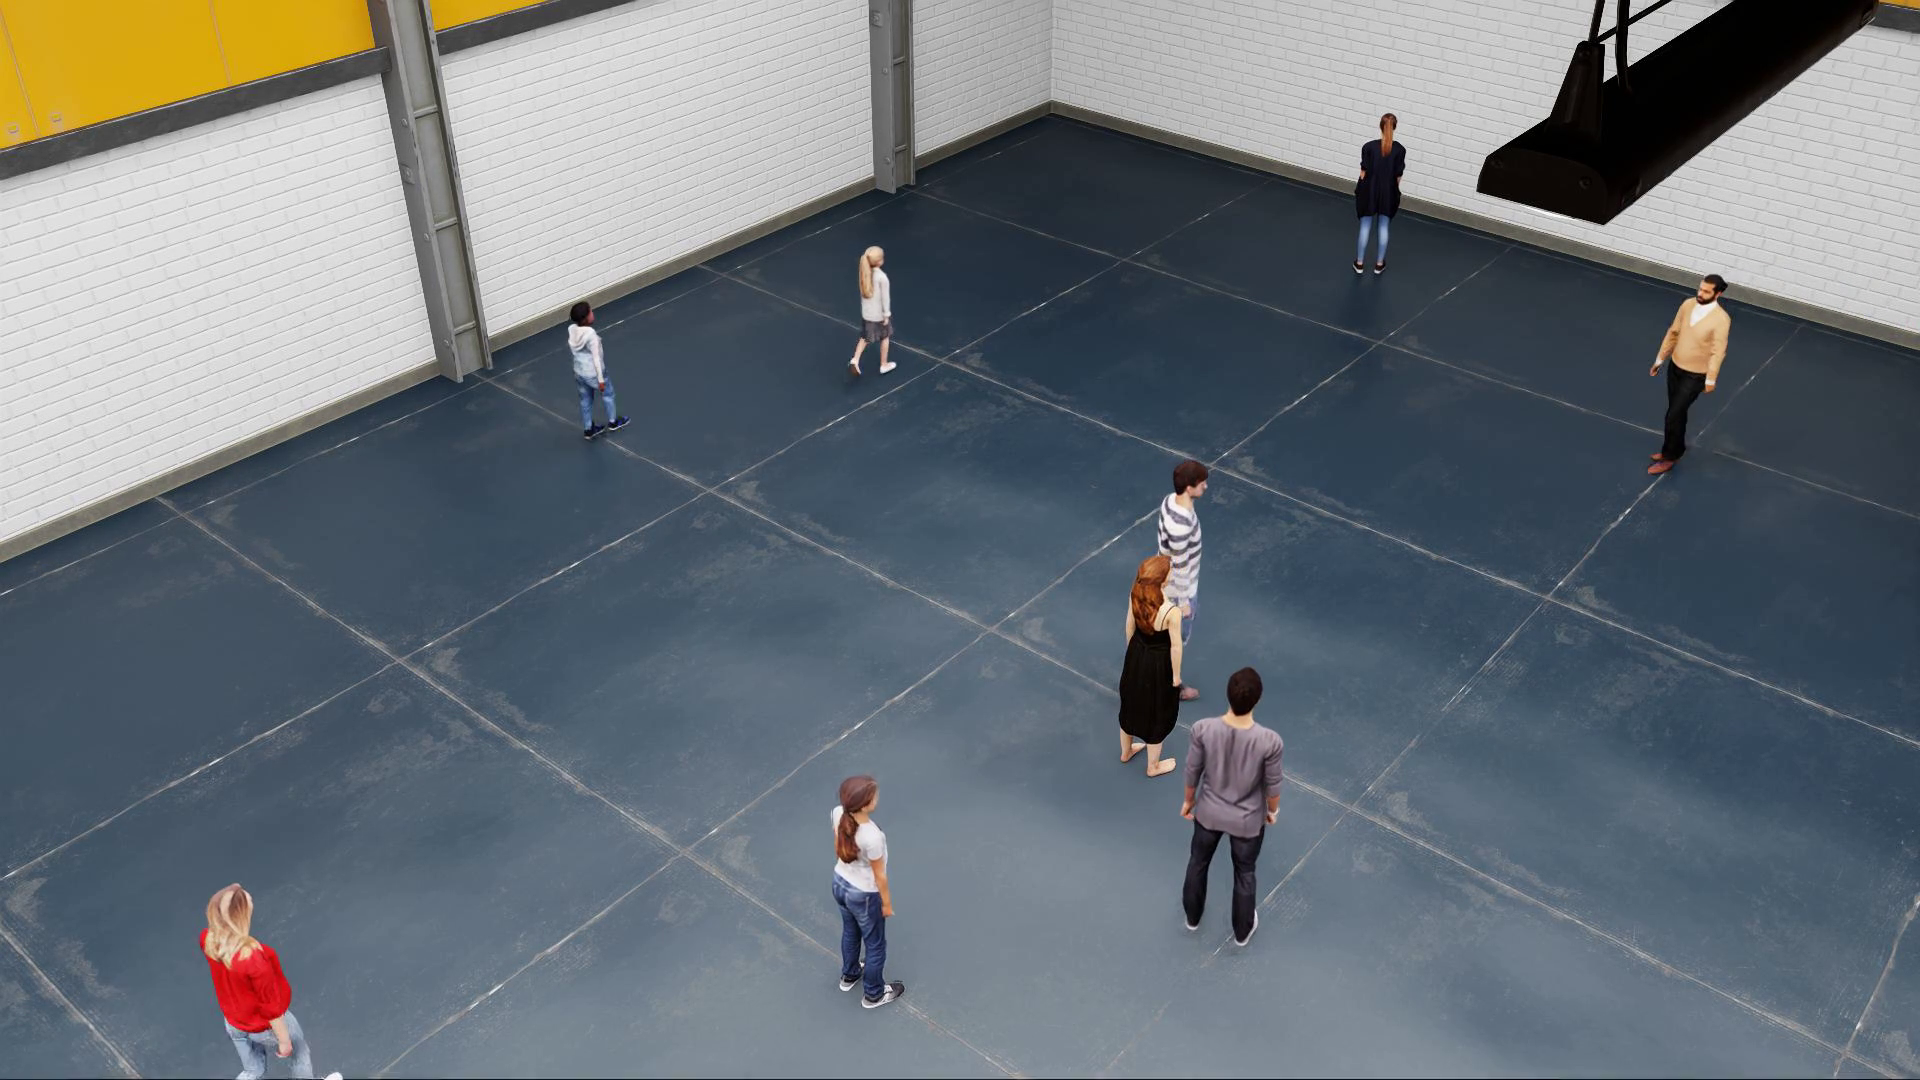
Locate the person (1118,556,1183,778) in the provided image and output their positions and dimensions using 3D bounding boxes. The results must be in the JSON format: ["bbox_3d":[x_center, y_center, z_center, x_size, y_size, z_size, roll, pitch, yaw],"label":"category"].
[{"bbox_3d":[1.197,0.783,10.510,0.583,1.624,0.584,-29,43,-36],"label":"person"}]

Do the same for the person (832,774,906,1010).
[{"bbox_3d":[-0.533,1.863,8.942,0.546,1.561,0.561,-29,43,-36],"label":"person"}]

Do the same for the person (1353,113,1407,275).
[{"bbox_3d":[4.265,-3.529,16.944,0.714,1.683,0.716,7,34,10],"label":"person"}]

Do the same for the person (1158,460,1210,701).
[{"bbox_3d":[1.417,0.289,11.055,0.868,1.844,0.798,1,34,2],"label":"person"}]

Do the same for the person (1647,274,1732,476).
[{"bbox_3d":[6.069,-1.400,13.692,0.889,1.737,0.829,-10,35,-15],"label":"person"}]

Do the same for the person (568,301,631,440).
[{"bbox_3d":[-3.197,-1.423,14.167,0.526,1.251,0.667,21,39,28],"label":"person"}]

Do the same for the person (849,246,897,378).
[{"bbox_3d":[-0.815,-2.058,15.114,0.536,1.260,0.758,22,40,30],"label":"person"}]

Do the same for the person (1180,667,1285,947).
[{"bbox_3d":[1.498,1.489,9.246,0.740,1.847,0.665,13,36,18],"label":"person"}]

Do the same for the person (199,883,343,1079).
[{"bbox_3d":[-3.459,2.378,8.058,0.793,1.684,1.094,15,37,22],"label":"person"}]
